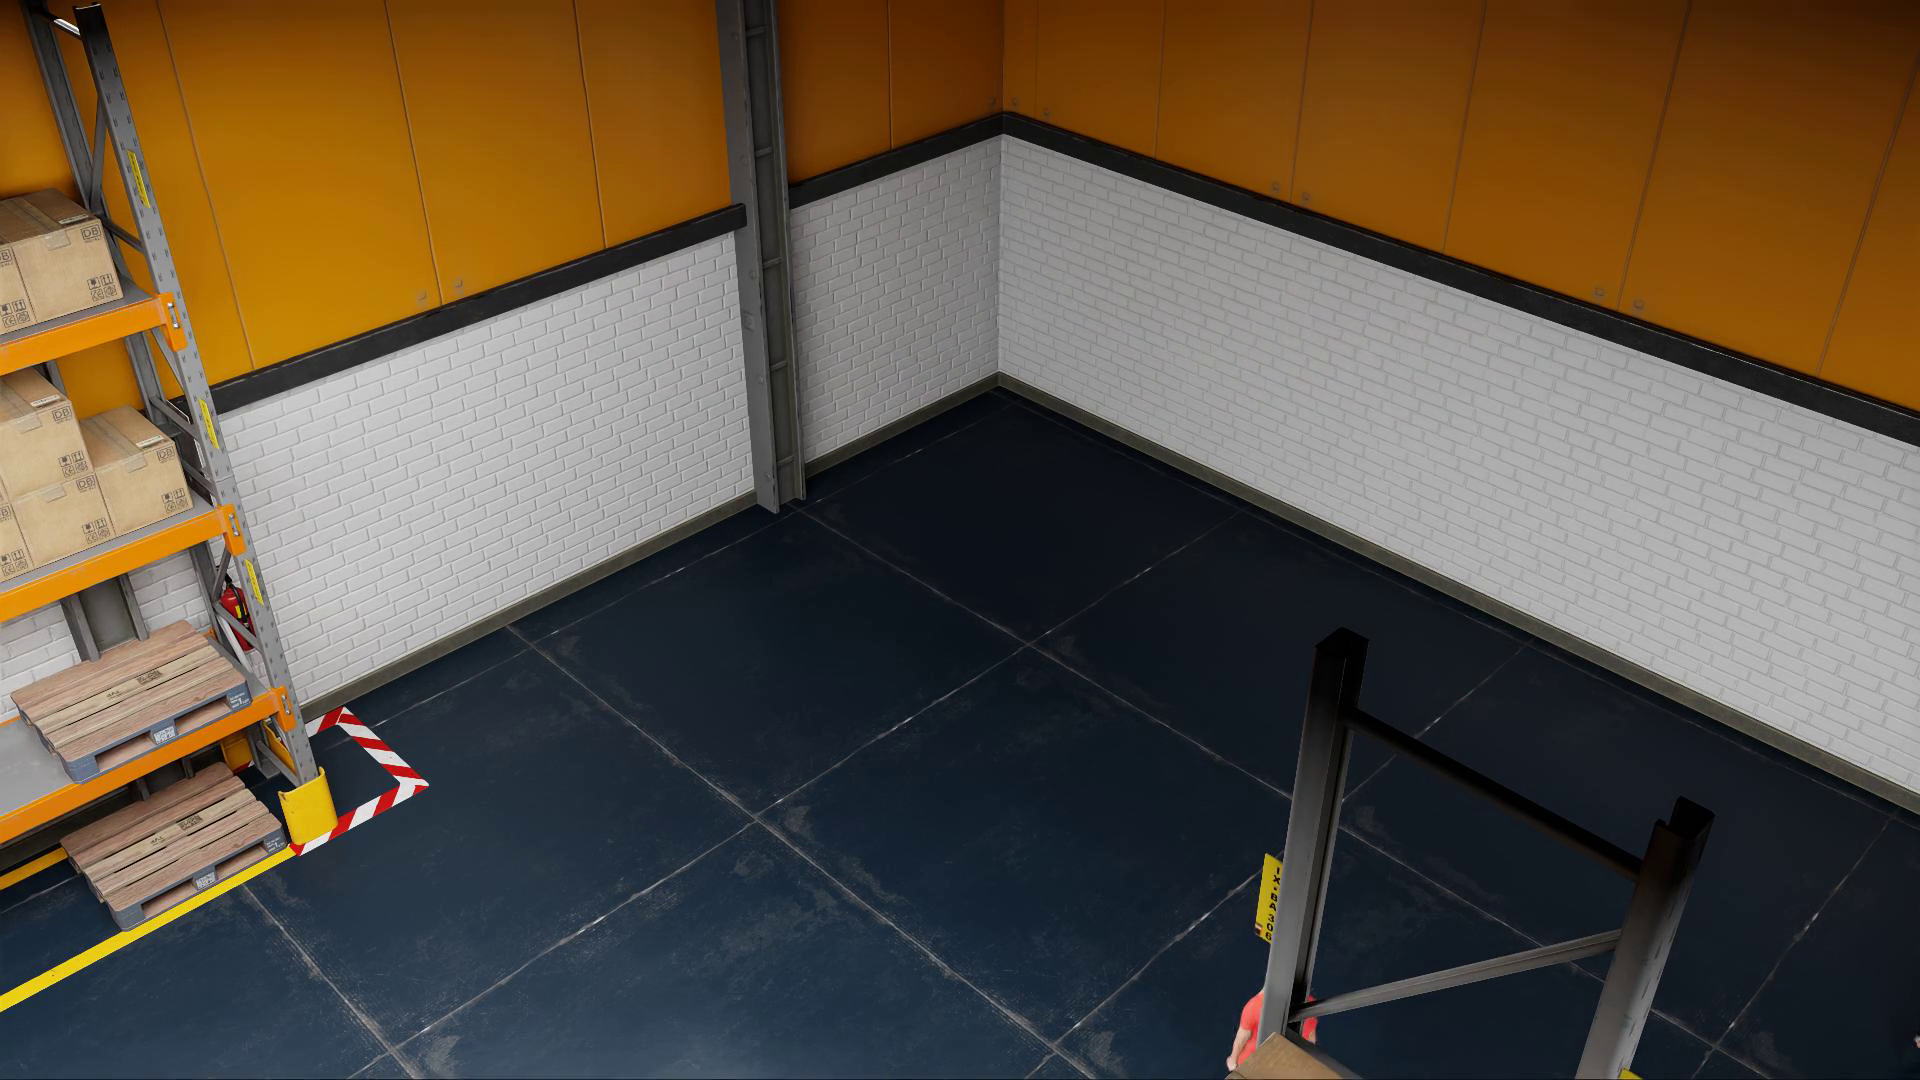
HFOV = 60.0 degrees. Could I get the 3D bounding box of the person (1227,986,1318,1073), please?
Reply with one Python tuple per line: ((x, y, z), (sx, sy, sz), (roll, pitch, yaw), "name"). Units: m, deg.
((1.749, 2.958, 9.562), (1.172, 1.633, 1.091), (-6, 34, -9), "person")
